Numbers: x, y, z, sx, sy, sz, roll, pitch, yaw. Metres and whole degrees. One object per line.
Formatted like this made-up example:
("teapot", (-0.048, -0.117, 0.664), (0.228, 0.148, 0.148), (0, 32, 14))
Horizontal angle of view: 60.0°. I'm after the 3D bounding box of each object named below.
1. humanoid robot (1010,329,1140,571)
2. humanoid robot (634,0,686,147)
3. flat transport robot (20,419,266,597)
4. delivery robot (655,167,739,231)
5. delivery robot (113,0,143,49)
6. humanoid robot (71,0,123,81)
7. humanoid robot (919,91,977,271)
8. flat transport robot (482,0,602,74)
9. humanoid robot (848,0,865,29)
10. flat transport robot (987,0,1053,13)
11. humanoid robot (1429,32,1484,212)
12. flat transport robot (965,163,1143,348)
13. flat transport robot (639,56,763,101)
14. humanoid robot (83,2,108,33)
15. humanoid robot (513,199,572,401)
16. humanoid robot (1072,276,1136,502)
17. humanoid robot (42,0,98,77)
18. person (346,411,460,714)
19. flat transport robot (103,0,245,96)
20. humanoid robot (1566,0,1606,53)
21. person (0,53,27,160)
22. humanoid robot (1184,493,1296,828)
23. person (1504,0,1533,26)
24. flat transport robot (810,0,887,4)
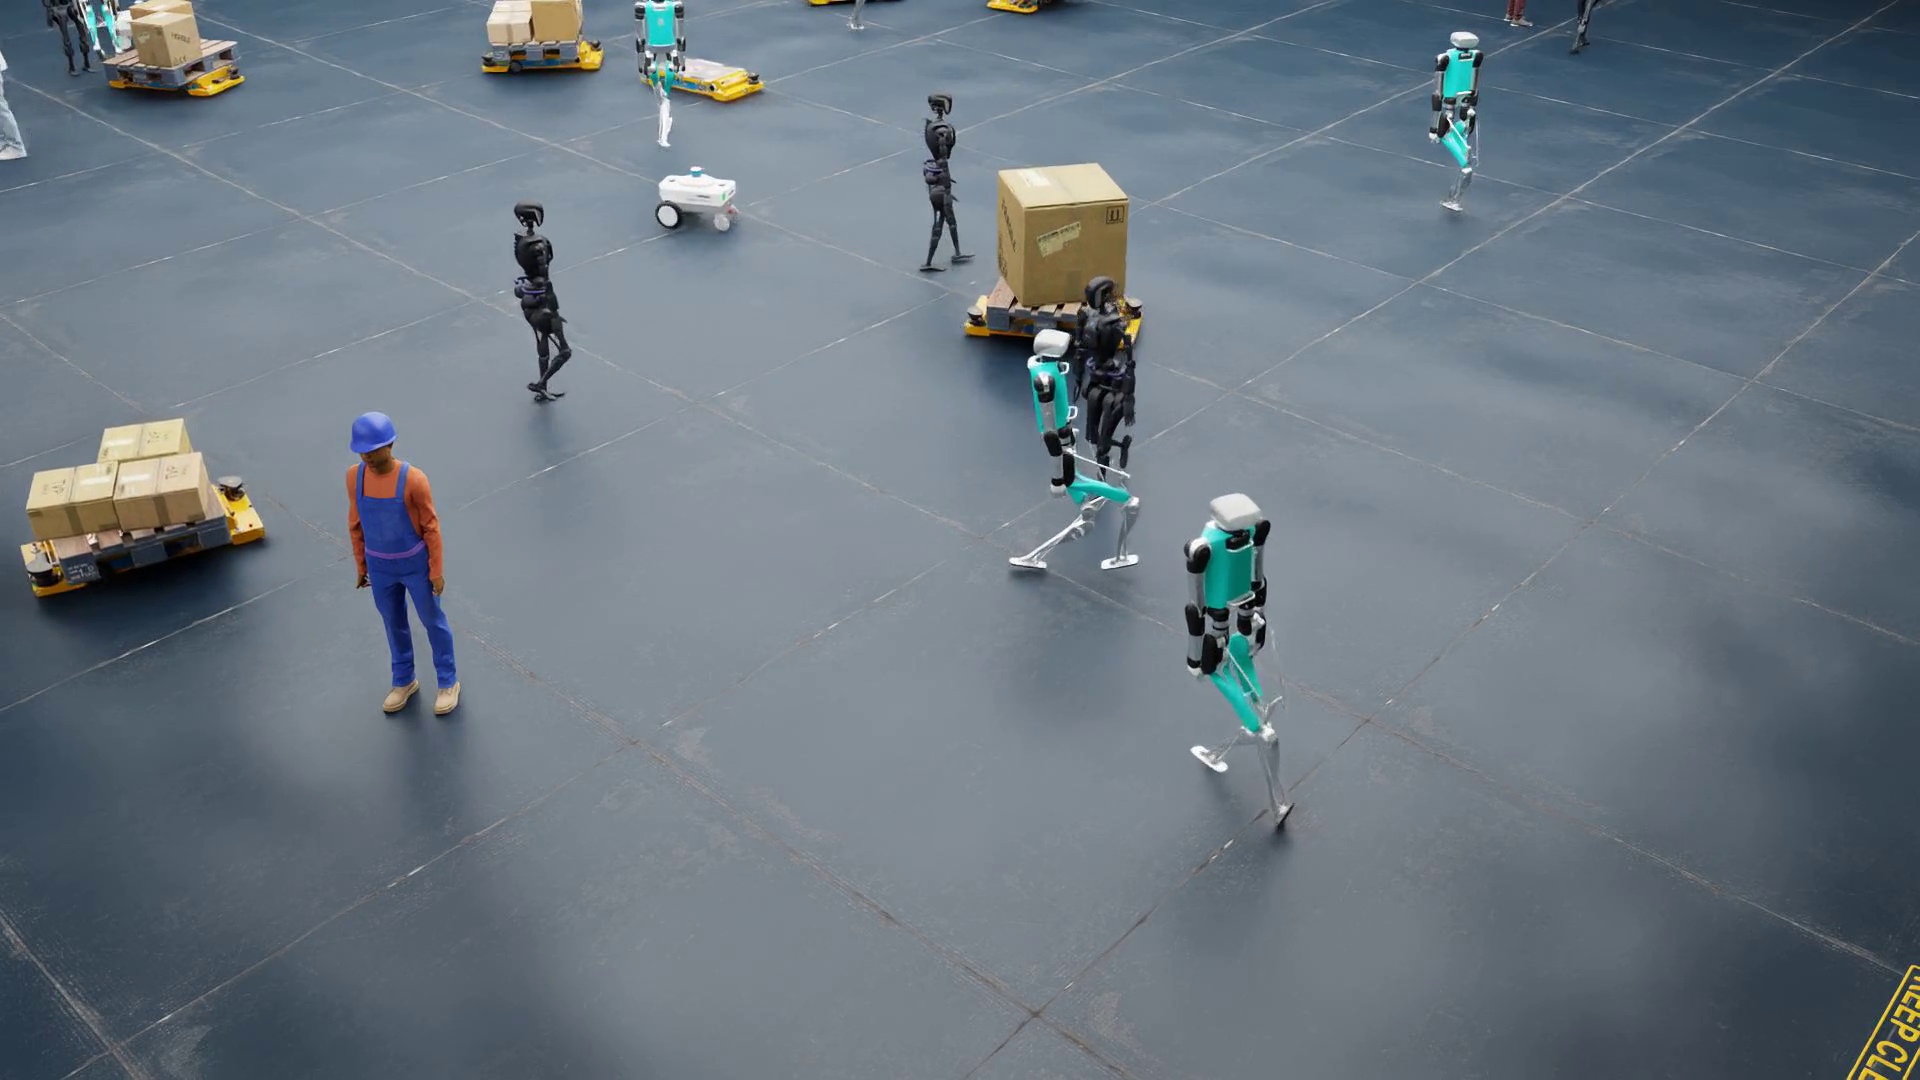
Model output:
("humanoid robot", (0.846, -0.499, 10.609), (1.041, 1.752, 0.535), (3, 32, 5))
("humanoid robot", (-3.293, -5.277, 18.292), (0.554, 1.761, 0.905), (-8, 33, -12))
("flat transport robot", (-5.509, -0.033, 11.207), (1.431, 0.231, 0.659), (-19, 36, -27))
("delivery robot", (-2.583, -3.347, 16.278), (0.788, 0.601, 0.499), (7, 33, 11))
("delivery robot", (-10.634, -6.735, 21.732), (0.791, 0.598, 0.499), (-11, 33, -17))
("humanoid robot", (-10.348, -6.340, 19.999), (0.549, 1.804, 0.747), (-17, 36, -25))
("humanoid robot", (-0.103, -3.241, 15.039), (0.558, 1.643, 0.591), (-3, 32, -6))
("flat transport robot", (-5.267, -6.123, 21.014), (1.431, 0.231, 0.659), (-4, 32, -6))
("humanoid robot", (-1.486, -7.691, 22.171), (0.811, 1.781, 0.533), (10, 33, 15))
("flat transport robot", (1.038, -7.768, 23.663), (0.659, 0.231, 1.431), (18, 36, 26))
("humanoid robot", (4.912, -3.958, 16.171), (0.545, 1.800, 0.802), (-14, 35, -22))
("flat transport robot", (0.815, -1.915, 14.238), (1.431, 0.231, 0.659), (7, 32, 11))
("flat transport robot", (-3.148, -5.603, 20.176), (1.431, 0.231, 0.659), (20, 37, 29))
("humanoid robot", (-11.603, -7.490, 21.837), (0.531, 1.795, 0.799), (-8, 33, -13))
("humanoid robot", (-3.247, -1.823, 12.751), (0.365, 1.654, 0.601), (-17, 36, -25))
("humanoid robot", (1.072, -1.085, 11.587), (0.576, 1.638, 0.613), (-24, 39, -33))
("humanoid robot", (-10.929, -6.550, 20.361), (0.330, 1.657, 0.587), (22, 38, 31))
("person", (-3.160, 0.135, 9.383), (0.515, 1.910, 0.362), (3, 32, 5))
("flat transport robot", (-9.522, -5.615, 20.196), (1.431, 0.231, 0.659), (9, 33, 14))
("humanoid robot", (8.001, -7.084, 21.249), (0.719, 1.629, 0.609), (-22, 38, -31))
("person", (-10.344, -4.947, 17.569), (0.511, 1.901, 0.626), (-17, 36, -25))
("humanoid robot", (1.592, 0.684, 8.683), (0.545, 1.770, 0.937), (-21, 37, -30))
("person", (7.643, -7.848, 22.337), (0.380, 1.806, 0.549), (-2, 32, -3))
("flat transport robot", (-1.474, -7.900, 23.875), (1.431, 0.231, 0.659), (-8, 33, -12))
